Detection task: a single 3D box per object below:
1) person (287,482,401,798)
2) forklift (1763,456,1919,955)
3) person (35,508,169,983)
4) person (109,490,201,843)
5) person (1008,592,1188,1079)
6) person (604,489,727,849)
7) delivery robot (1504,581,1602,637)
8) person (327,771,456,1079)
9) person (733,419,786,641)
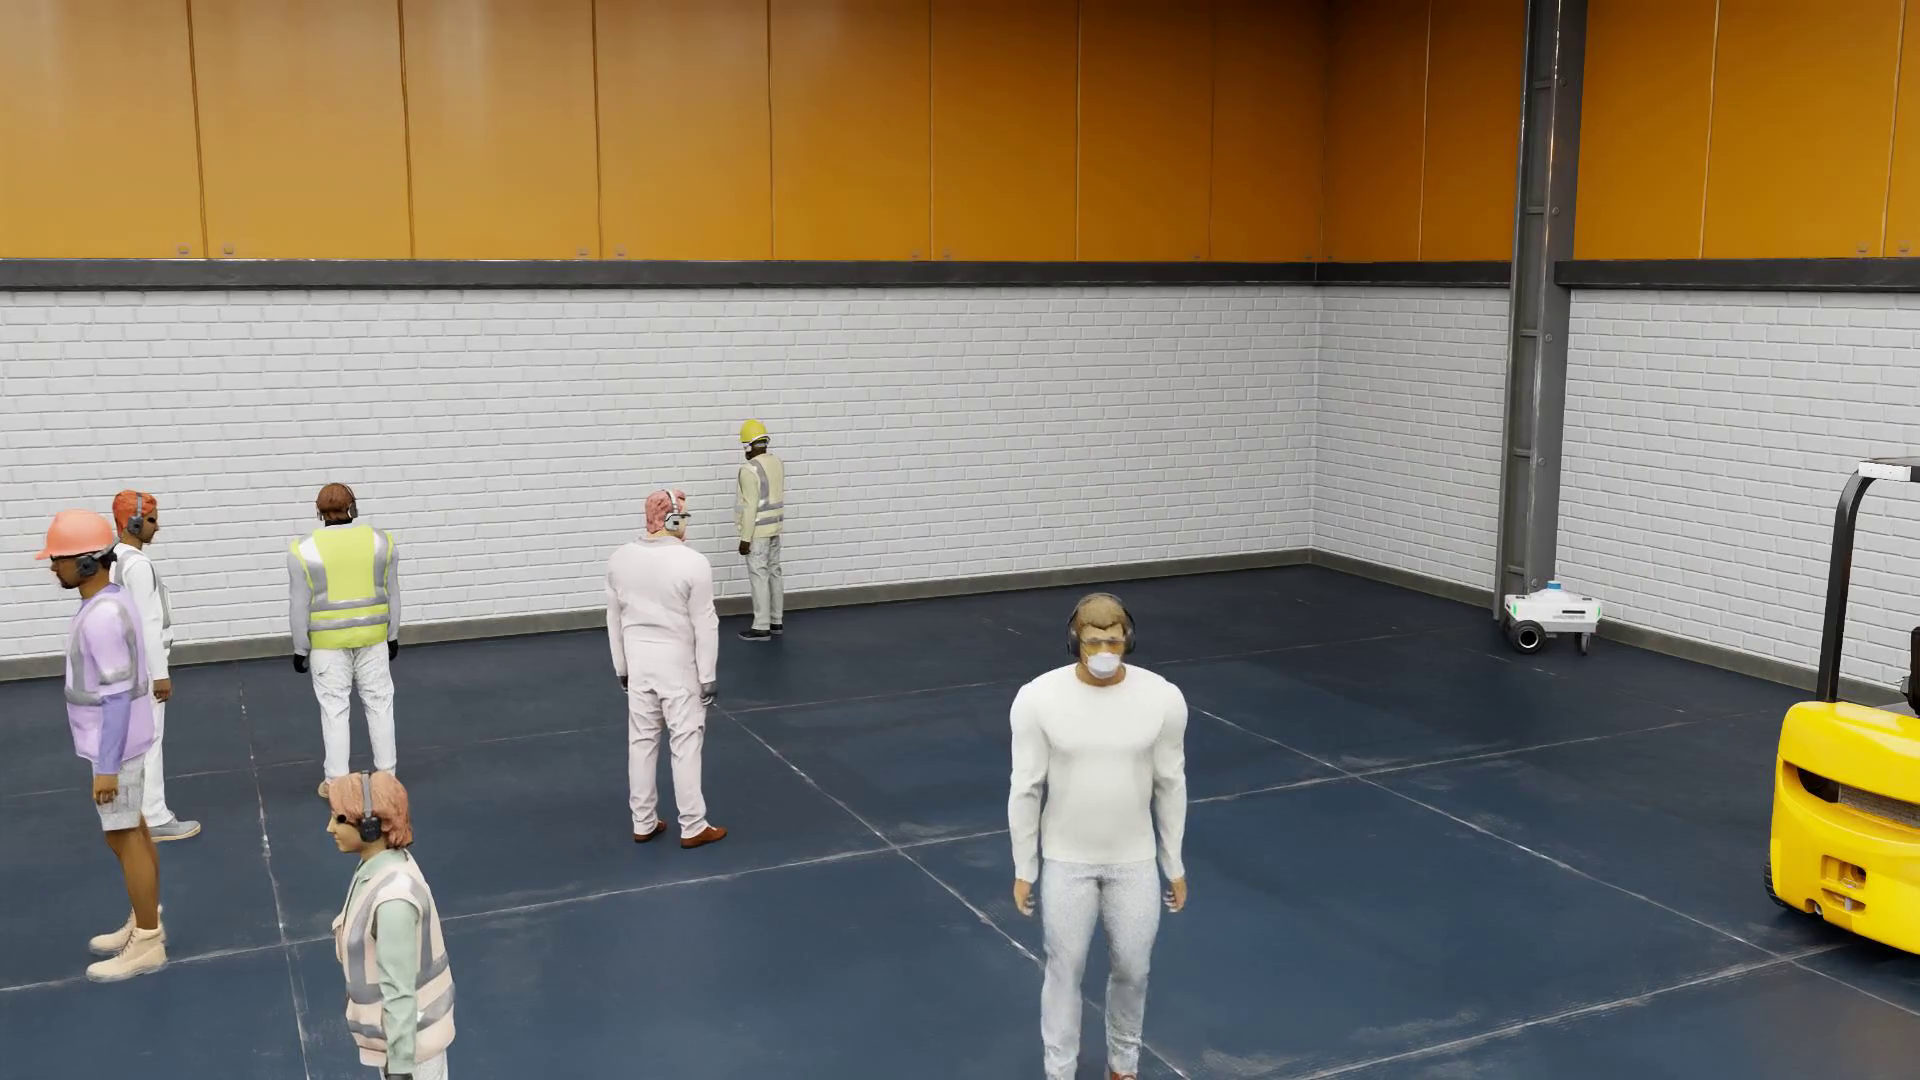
[{"bbox_3d":[-3.536,0.583,9.587,0.621,1.840,0.430,-6,11,-33],"label":"person"},{"bbox_3d":[4.857,0.731,7.561,2.313,2.155,1.214,-4,10,-25],"label":"forklift"},{"bbox_3d":[-3.682,0.874,7.150,0.396,2.038,0.614,-4,10,-23],"label":"person"},{"bbox_3d":[-4.379,0.671,8.885,0.572,1.887,0.354,8,12,42],"label":"person"},{"bbox_3d":[0.486,1.131,5.881,0.637,1.939,0.384,0,9,-2],"label":"person"},{"bbox_3d":[-1.542,0.677,8.802,0.642,1.903,0.399,4,10,23],"label":"person"},{"bbox_3d":[4.756,0.570,13.340,0.707,0.478,0.477,1,9,6],"label":"delivery robot"},{"bbox_3d":[-1.625,1.456,4.815,0.323,1.632,0.521,-4,10,-24],"label":"person"},{"bbox_3d":[-1.664,-0.082,13.741,0.404,1.825,0.592,4,10,22],"label":"person"}]
